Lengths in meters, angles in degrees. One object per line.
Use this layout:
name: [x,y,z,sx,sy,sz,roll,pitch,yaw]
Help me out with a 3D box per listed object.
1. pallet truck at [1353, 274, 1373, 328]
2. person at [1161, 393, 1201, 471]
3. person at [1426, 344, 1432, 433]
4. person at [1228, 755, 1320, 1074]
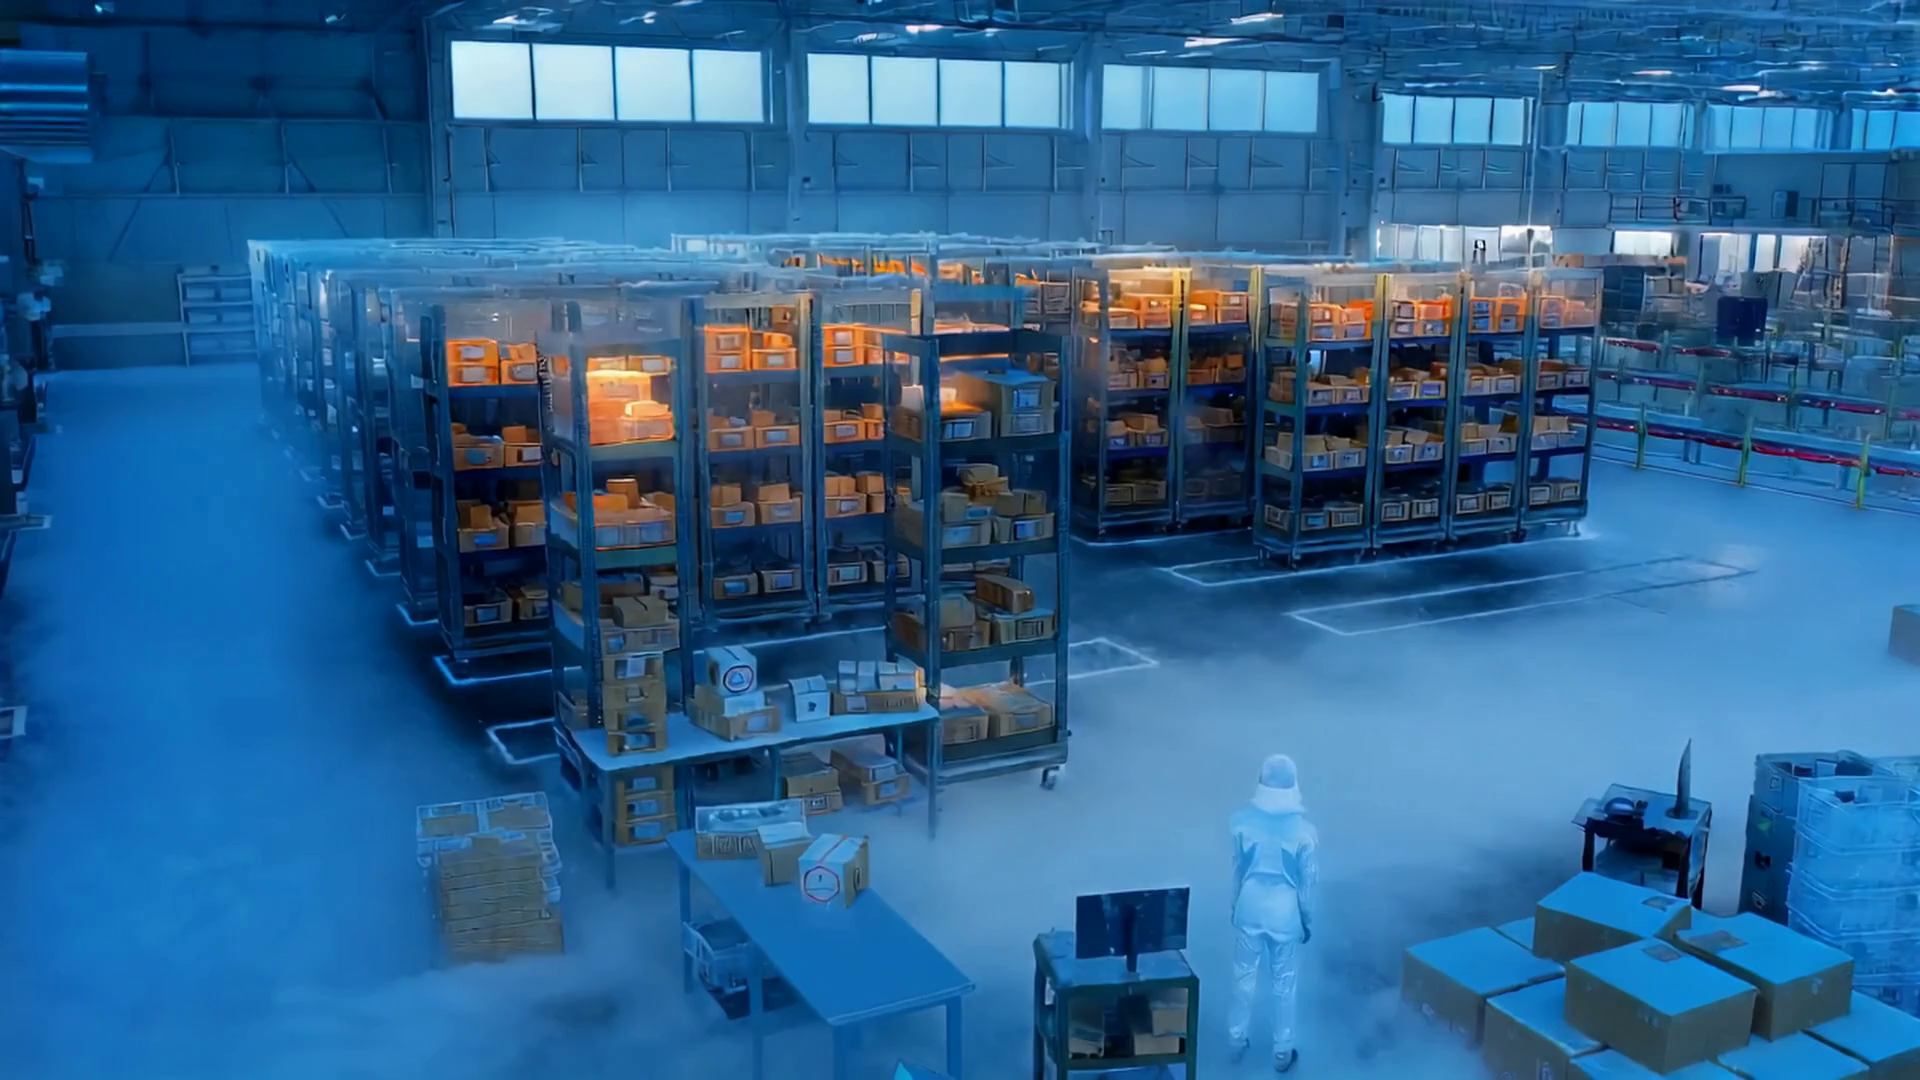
pallet truck: [13.011,-8.050,55.243,0.823,1.965,1.885,-7,14,-28]
person: [3.567,-1.920,27.036,0.951,1.805,0.573,-4,13,-19]
person: [8.365,-2.569,29.836,0.639,1.903,0.409,-2,12,-7]
person: [1.670,1.990,8.908,0.480,1.732,0.345,5,13,22]
